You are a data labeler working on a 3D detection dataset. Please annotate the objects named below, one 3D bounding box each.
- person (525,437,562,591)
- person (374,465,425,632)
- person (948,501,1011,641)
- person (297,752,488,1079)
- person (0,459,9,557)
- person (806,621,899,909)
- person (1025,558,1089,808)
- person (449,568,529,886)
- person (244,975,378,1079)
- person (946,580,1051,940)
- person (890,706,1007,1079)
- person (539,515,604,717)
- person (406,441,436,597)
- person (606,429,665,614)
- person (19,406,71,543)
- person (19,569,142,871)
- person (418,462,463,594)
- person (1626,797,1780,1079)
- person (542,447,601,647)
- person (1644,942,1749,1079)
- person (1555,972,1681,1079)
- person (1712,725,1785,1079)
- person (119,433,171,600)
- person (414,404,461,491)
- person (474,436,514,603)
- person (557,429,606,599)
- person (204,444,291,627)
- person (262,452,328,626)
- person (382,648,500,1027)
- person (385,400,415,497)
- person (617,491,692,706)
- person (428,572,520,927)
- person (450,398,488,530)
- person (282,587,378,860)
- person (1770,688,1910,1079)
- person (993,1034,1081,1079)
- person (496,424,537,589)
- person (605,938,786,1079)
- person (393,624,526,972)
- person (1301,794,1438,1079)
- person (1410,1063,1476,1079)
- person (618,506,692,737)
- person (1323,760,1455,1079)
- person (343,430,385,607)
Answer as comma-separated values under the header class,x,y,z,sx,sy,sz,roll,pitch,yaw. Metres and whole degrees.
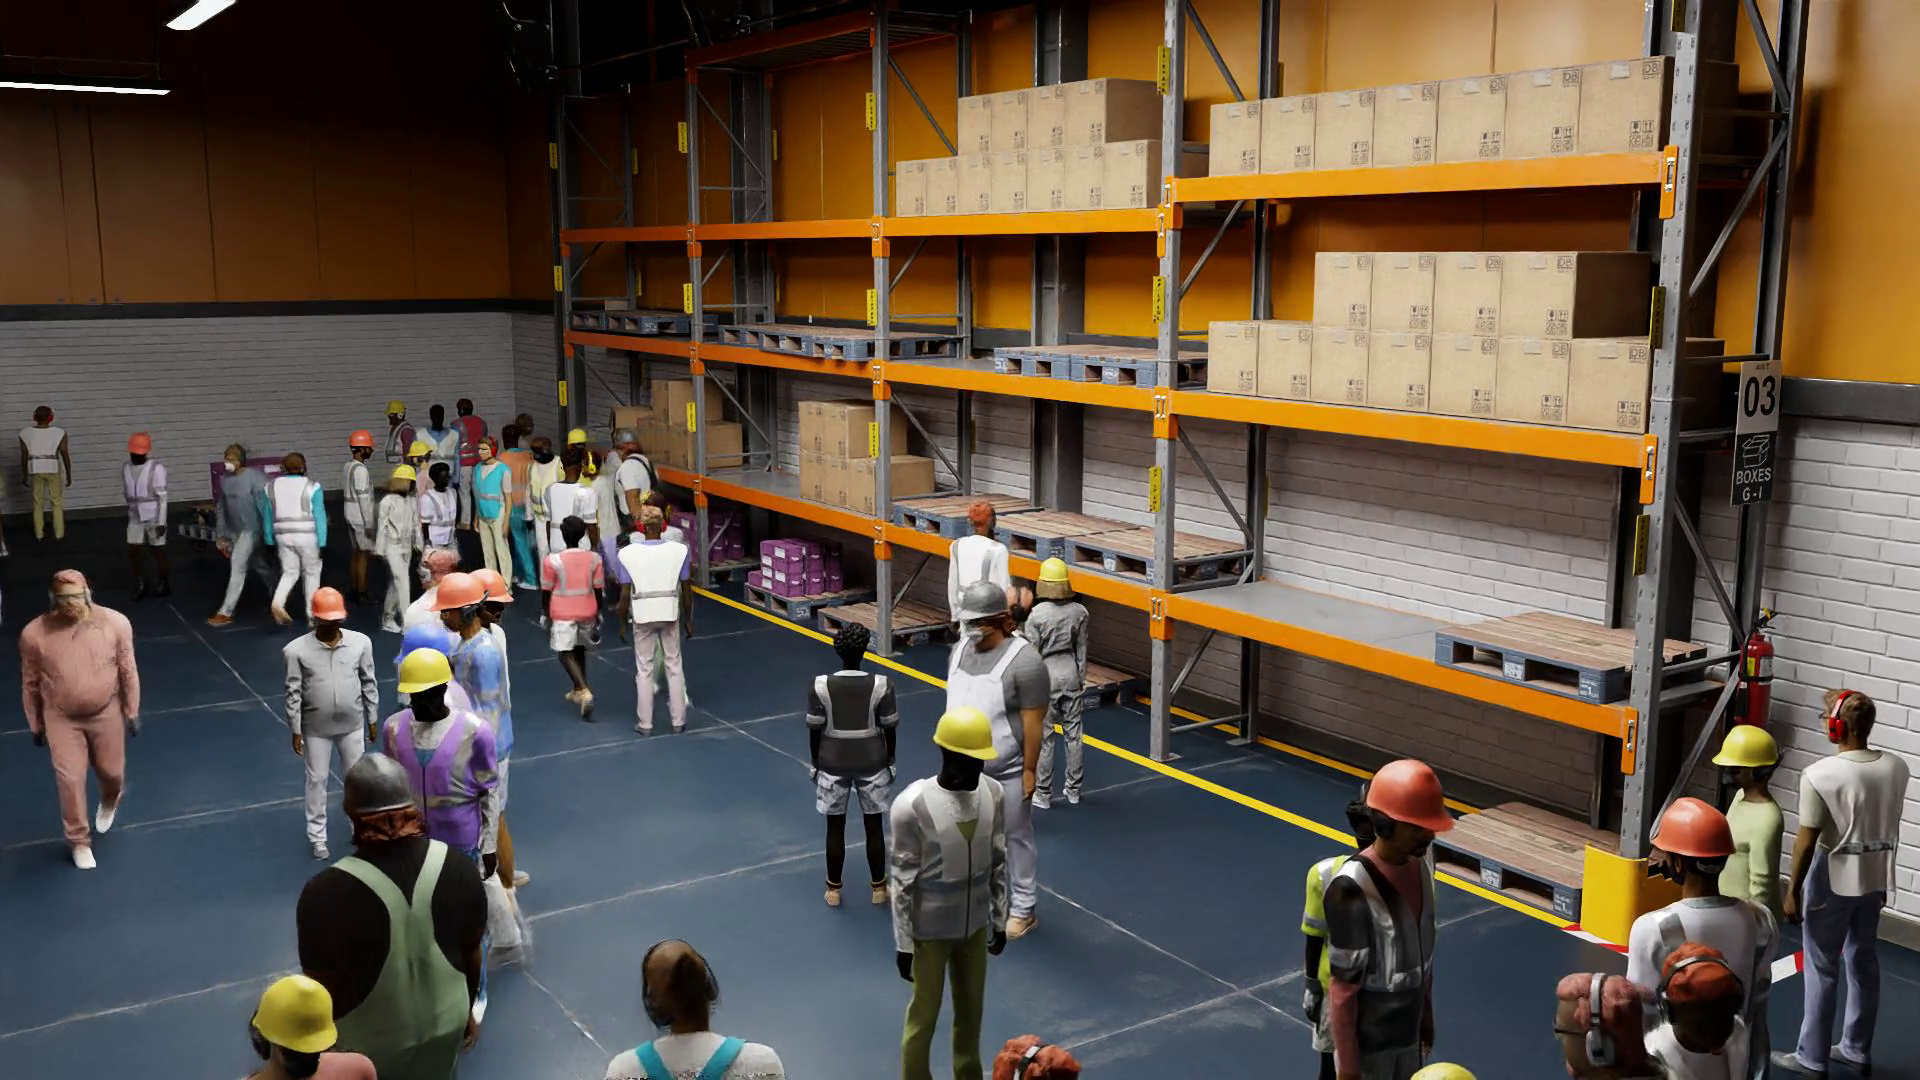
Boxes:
class,x,y,z,sx,sy,sz,roll,pitch,yaw
person,-4.587,-0.265,18.690,0.711,1.809,0.448,3,10,19
person,-5.575,0.103,16.762,0.784,1.701,0.507,4,11,24
person,0.166,0.622,13.230,0.593,1.882,0.337,8,13,40
person,-2.094,1.753,6.129,0.697,2.000,0.560,-9,13,-43
person,-12.350,-0.575,21.031,0.507,1.638,0.313,-3,10,-17
person,-0.624,1.315,9.704,0.540,1.695,0.317,0,10,-2
person,0.651,0.984,11.519,0.489,1.742,0.298,-4,11,-24
person,-2.817,1.147,9.855,0.408,1.986,0.618,3,10,14
person,-1.959,2.108,4.954,0.553,1.751,0.459,-9,13,-41
person,0.151,1.210,9.313,0.686,2.000,0.537,9,13,42
person,-0.027,1.642,7.152,0.596,1.915,0.398,-7,12,-35
person,-3.193,0.624,13.846,0.536,1.668,0.754,-8,12,-39
person,-5.986,-0.237,18.666,0.376,1.756,0.537,1,10,3
person,-3.432,-0.230,17.767,0.831,2.000,0.715,3,10,19
person,-12.166,-0.869,22.145,0.591,1.828,0.408,-4,10,-21
person,-5.552,1.081,10.520,0.663,1.890,0.690,-6,11,-31
person,-5.478,0.007,17.470,0.409,1.669,0.549,4,10,22
person,2.557,1.854,5.874,0.543,1.929,0.386,-2,10,-10
person,-3.788,0.070,16.270,0.602,1.957,0.385,4,10,21
person,2.079,2.038,5.023,0.621,1.854,0.479,-9,13,-41
person,1.841,2.117,4.502,0.618,1.879,0.661,8,13,40
person,3.476,1.680,7.402,0.338,1.760,0.531,3,10,16
person,-8.973,-0.260,18.370,0.559,1.888,0.650,1,10,5
person,-6.819,-0.835,21.732,0.601,1.901,0.720,-4,11,-23
person,-5.134,-0.229,18.332,0.566,1.847,0.389,7,12,34
person,-4.265,-0.300,18.657,0.639,1.872,0.962,-7,12,-37
person,-7.487,-0.086,17.436,0.656,1.877,1.078,6,11,30
person,-6.800,0.017,16.982,0.650,1.819,0.648,0,10,1
person,-2.560,1.462,8.168,0.594,1.924,0.382,1,10,9
person,-7.782,-1.040,23.164,0.403,1.824,0.594,-7,12,-34
person,-2.561,0.499,14.178,0.530,1.822,0.971,-9,13,-43
person,-2.773,1.187,9.501,0.417,2.031,0.609,-5,11,-26
person,-6.888,-1.064,23.281,0.430,1.836,0.638,6,11,32
person,-3.965,1.150,10.540,0.566,1.744,0.350,-6,12,-33
person,4.064,1.598,7.636,0.561,1.837,0.388,-3,10,-16
person,0.148,2.156,4.223,0.346,1.882,0.578,1,10,7
person,-5.179,-0.390,19.176,0.899,1.876,0.617,6,12,33
person,-0.673,2.075,4.900,0.724,1.817,0.464,0,10,0
person,-2.797,1.381,8.735,0.997,1.889,0.601,-3,10,-18
person,1.644,1.828,6.723,0.536,1.691,0.320,3,10,15
person,1.224,2.205,4.380,0.320,1.737,0.484,-4,10,-23
person,-2.406,0.650,13.183,0.570,1.840,0.373,-3,10,-18
person,1.560,1.774,6.045,0.411,2.032,0.611,9,13,44
person,-6.504,-0.236,18.134,0.387,1.931,0.544,-7,12,-34
